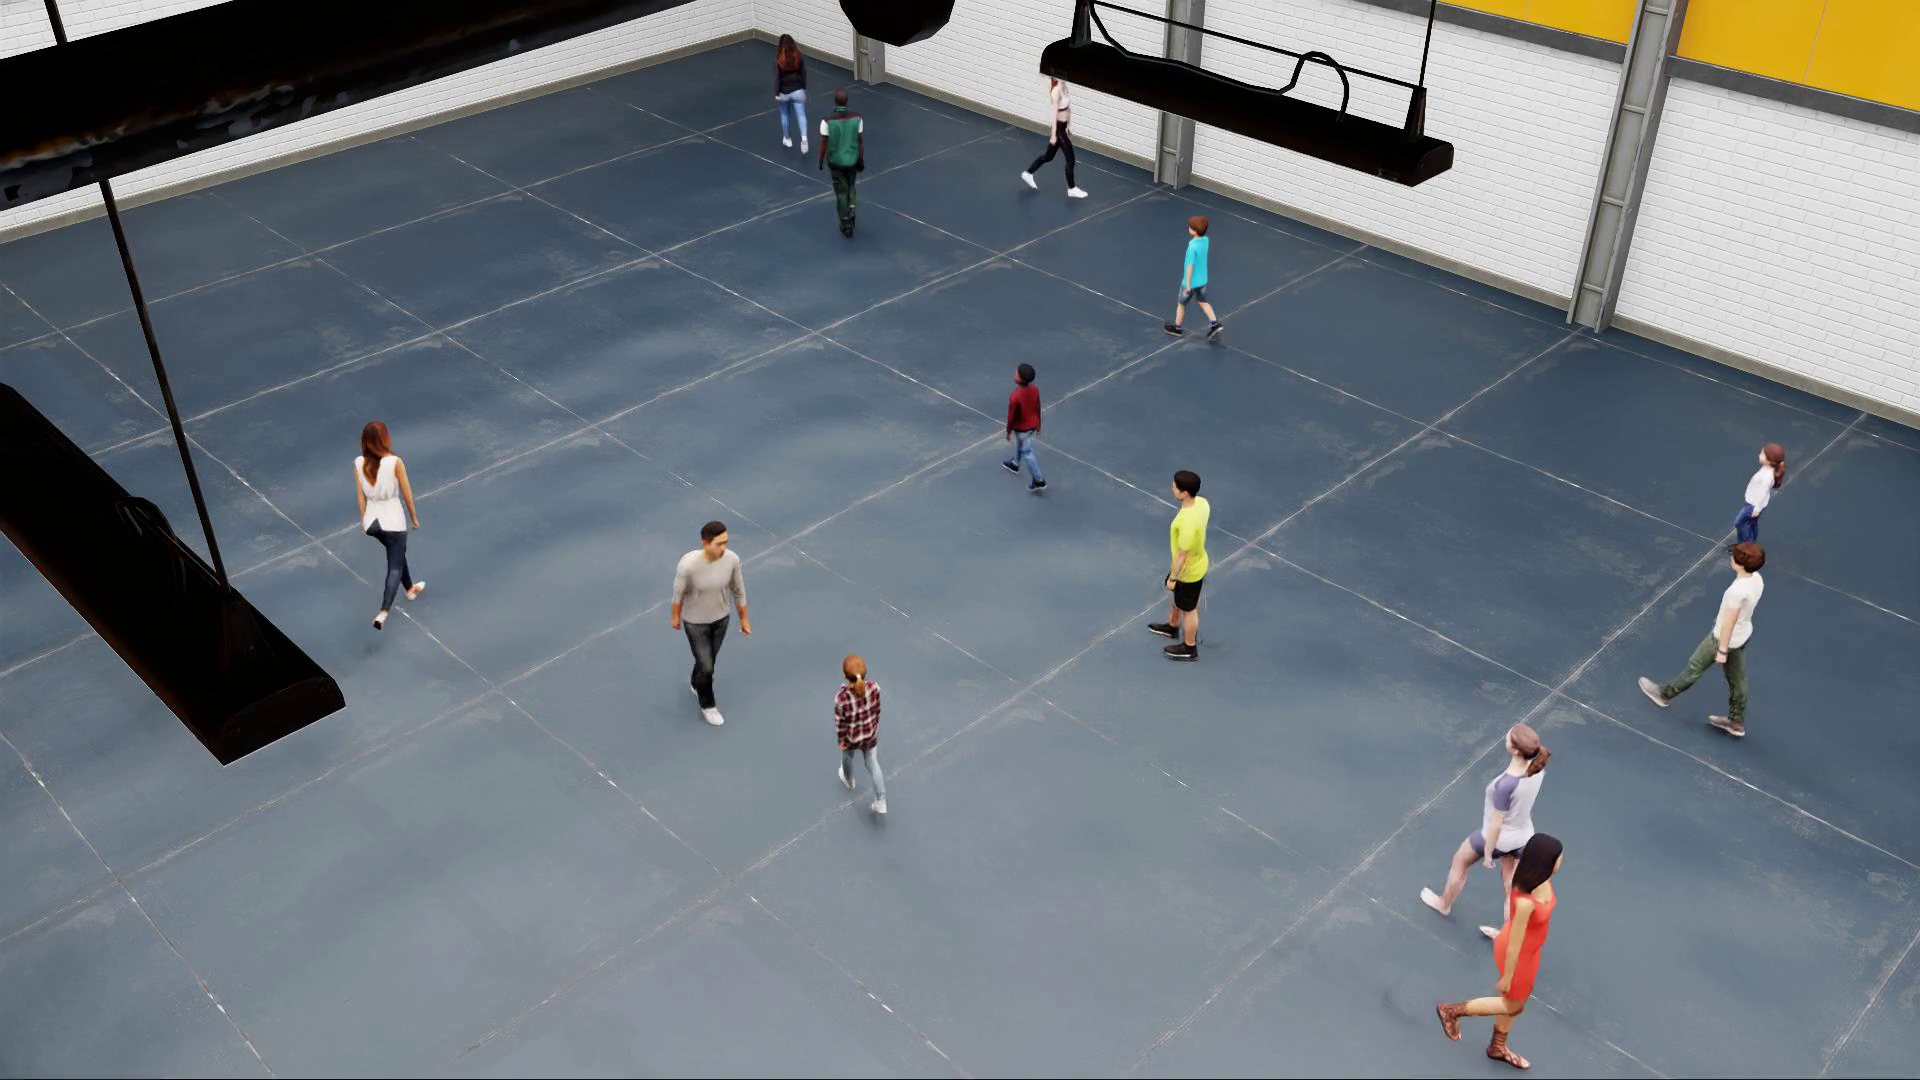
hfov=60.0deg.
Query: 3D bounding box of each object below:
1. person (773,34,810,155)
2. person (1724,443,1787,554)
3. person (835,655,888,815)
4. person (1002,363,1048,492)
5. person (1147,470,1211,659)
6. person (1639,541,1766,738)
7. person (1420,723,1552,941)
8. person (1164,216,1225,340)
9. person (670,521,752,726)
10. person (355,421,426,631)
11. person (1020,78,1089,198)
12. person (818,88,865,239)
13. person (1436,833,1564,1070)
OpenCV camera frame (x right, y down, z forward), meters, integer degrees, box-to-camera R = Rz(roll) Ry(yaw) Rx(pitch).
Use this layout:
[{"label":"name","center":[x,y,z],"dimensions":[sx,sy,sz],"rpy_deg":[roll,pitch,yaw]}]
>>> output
[{"label":"person","center":[-2.281,-6.082,22.766],"dimensions":[0.942,1.606,1.118],"rpy_deg":[-9,35,-14]},{"label":"person","center":[7.046,-0.339,14.580],"dimensions":[0.573,1.102,0.521],"rpy_deg":[15,36,21]},{"label":"person","center":[-0.686,1.388,11.812],"dimensions":[0.733,1.291,0.960],"rpy_deg":[-13,36,-19]},{"label":"person","center":[0.654,-1.040,15.517],"dimensions":[0.872,1.232,0.491],"rpy_deg":[28,43,36]},{"label":"person","center":[1.876,0.185,13.249],"dimensions":[0.842,1.703,0.793],"rpy_deg":[10,35,14]},{"label":"person","center":[5.828,0.778,12.434],"dimensions":[0.598,1.617,1.053],"rpy_deg":[-27,42,-34]},{"label":"person","center":[3.526,1.940,10.571],"dimensions":[0.738,1.744,0.956],"rpy_deg":[-15,37,-22]},{"label":"person","center":[2.606,-2.837,18.038],"dimensions":[0.868,1.434,0.526],"rpy_deg":[28,42,35]},{"label":"person","center":[-1.979,0.558,12.631],"dimensions":[0.800,1.766,0.885],"rpy_deg":[-12,36,-18]},{"label":"person","center":[-4.735,-0.061,13.591],"dimensions":[1.095,1.735,1.066],"rpy_deg":[4,34,6]},{"label":"person","center":[1.195,-5.265,21.444],"dimensions":[1.236,1.707,0.921],"rpy_deg":[12,35,17]},{"label":"person","center":[-1.400,-4.570,20.295],"dimensions":[0.833,1.823,0.882],"rpy_deg":[-14,36,-20]},{"label":"person","center":[3.226,2.426,9.885],"dimensions":[0.923,1.694,0.771],"rpy_deg":[17,37,24]}]
